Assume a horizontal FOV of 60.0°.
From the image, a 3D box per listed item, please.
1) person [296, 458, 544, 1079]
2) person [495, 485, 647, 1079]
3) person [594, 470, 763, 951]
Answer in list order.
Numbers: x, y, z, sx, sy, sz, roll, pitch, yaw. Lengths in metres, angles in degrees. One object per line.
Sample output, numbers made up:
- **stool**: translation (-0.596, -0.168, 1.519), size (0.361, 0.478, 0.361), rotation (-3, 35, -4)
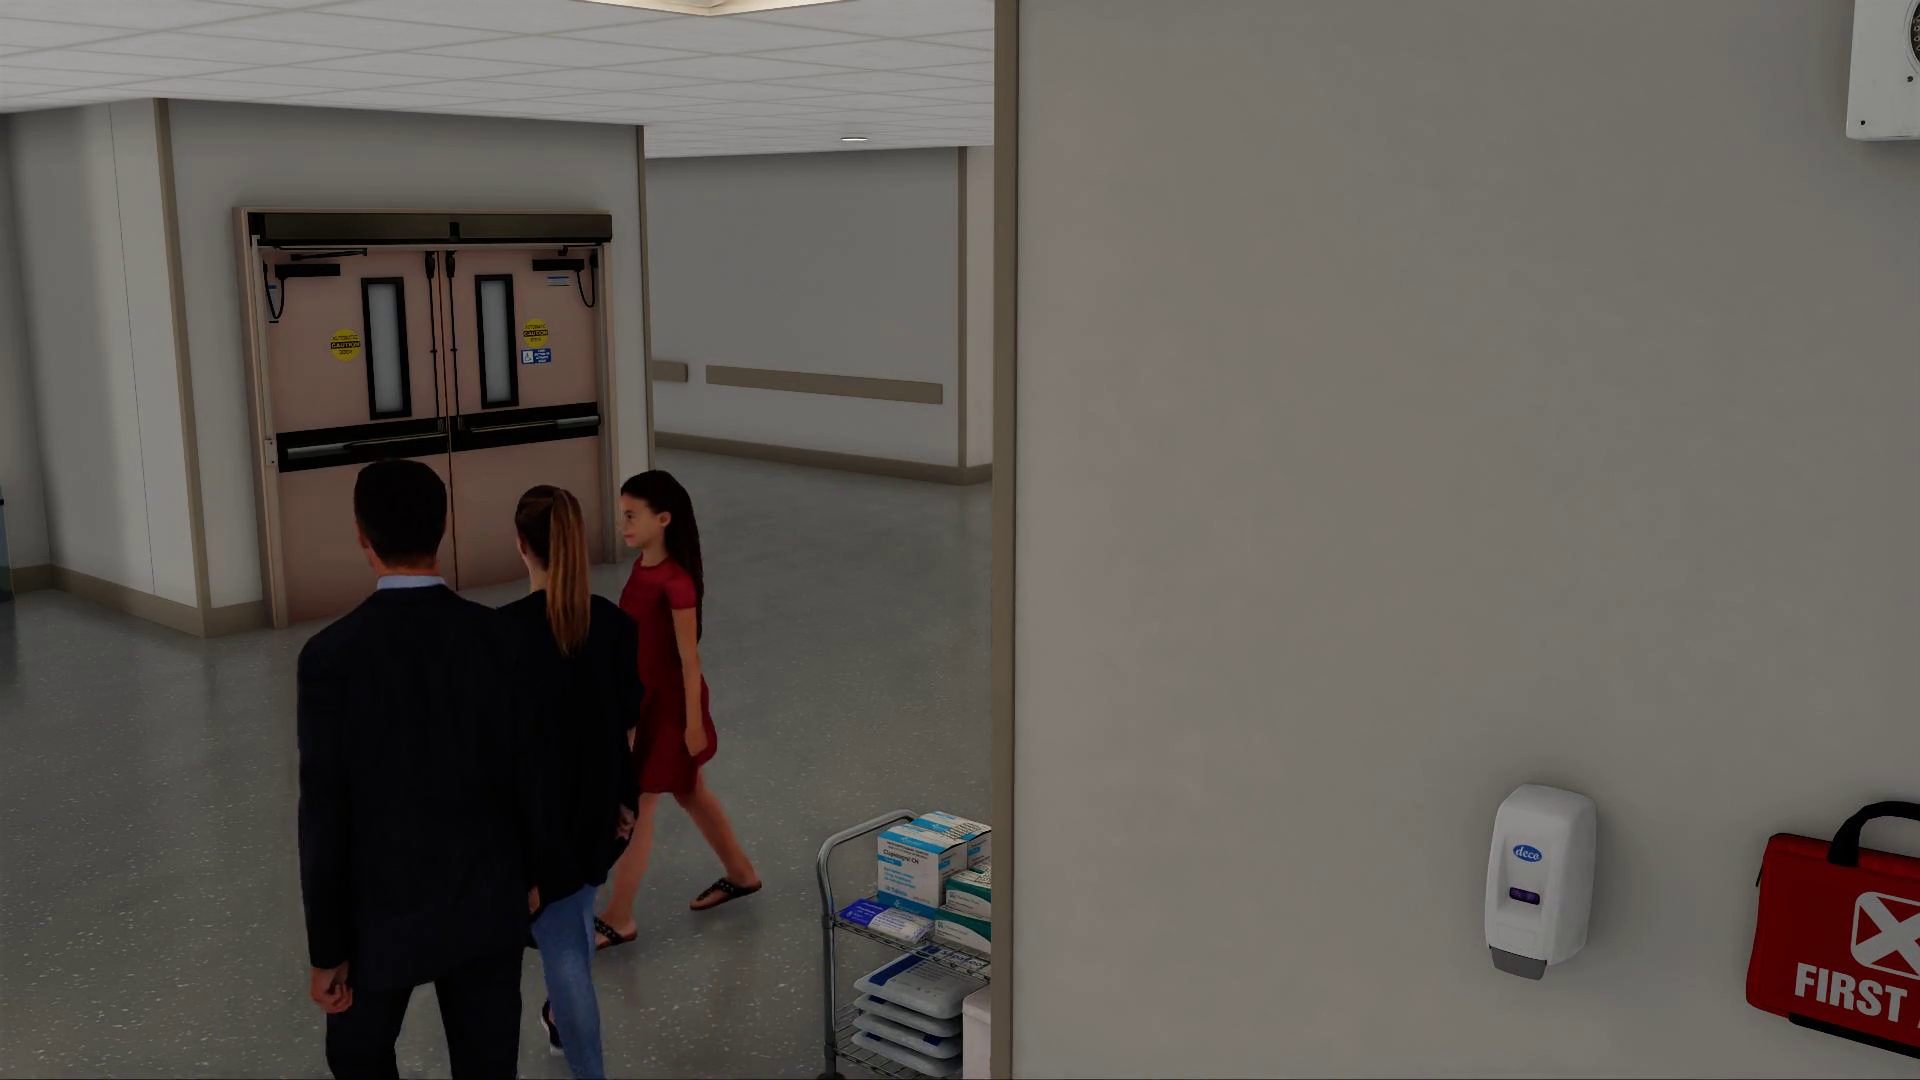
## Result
- **person**: translation (-1.044, 0.783, 3.332), size (0.883, 1.848, 0.892), rotation (-5, 12, -26)
- **person**: translation (-0.989, 0.722, 4.194), size (1.053, 1.645, 0.892), rotation (-7, 13, -32)
- **person**: translation (-0.919, 0.539, 5.481), size (1.026, 1.526, 0.749), rotation (-6, 13, -31)
